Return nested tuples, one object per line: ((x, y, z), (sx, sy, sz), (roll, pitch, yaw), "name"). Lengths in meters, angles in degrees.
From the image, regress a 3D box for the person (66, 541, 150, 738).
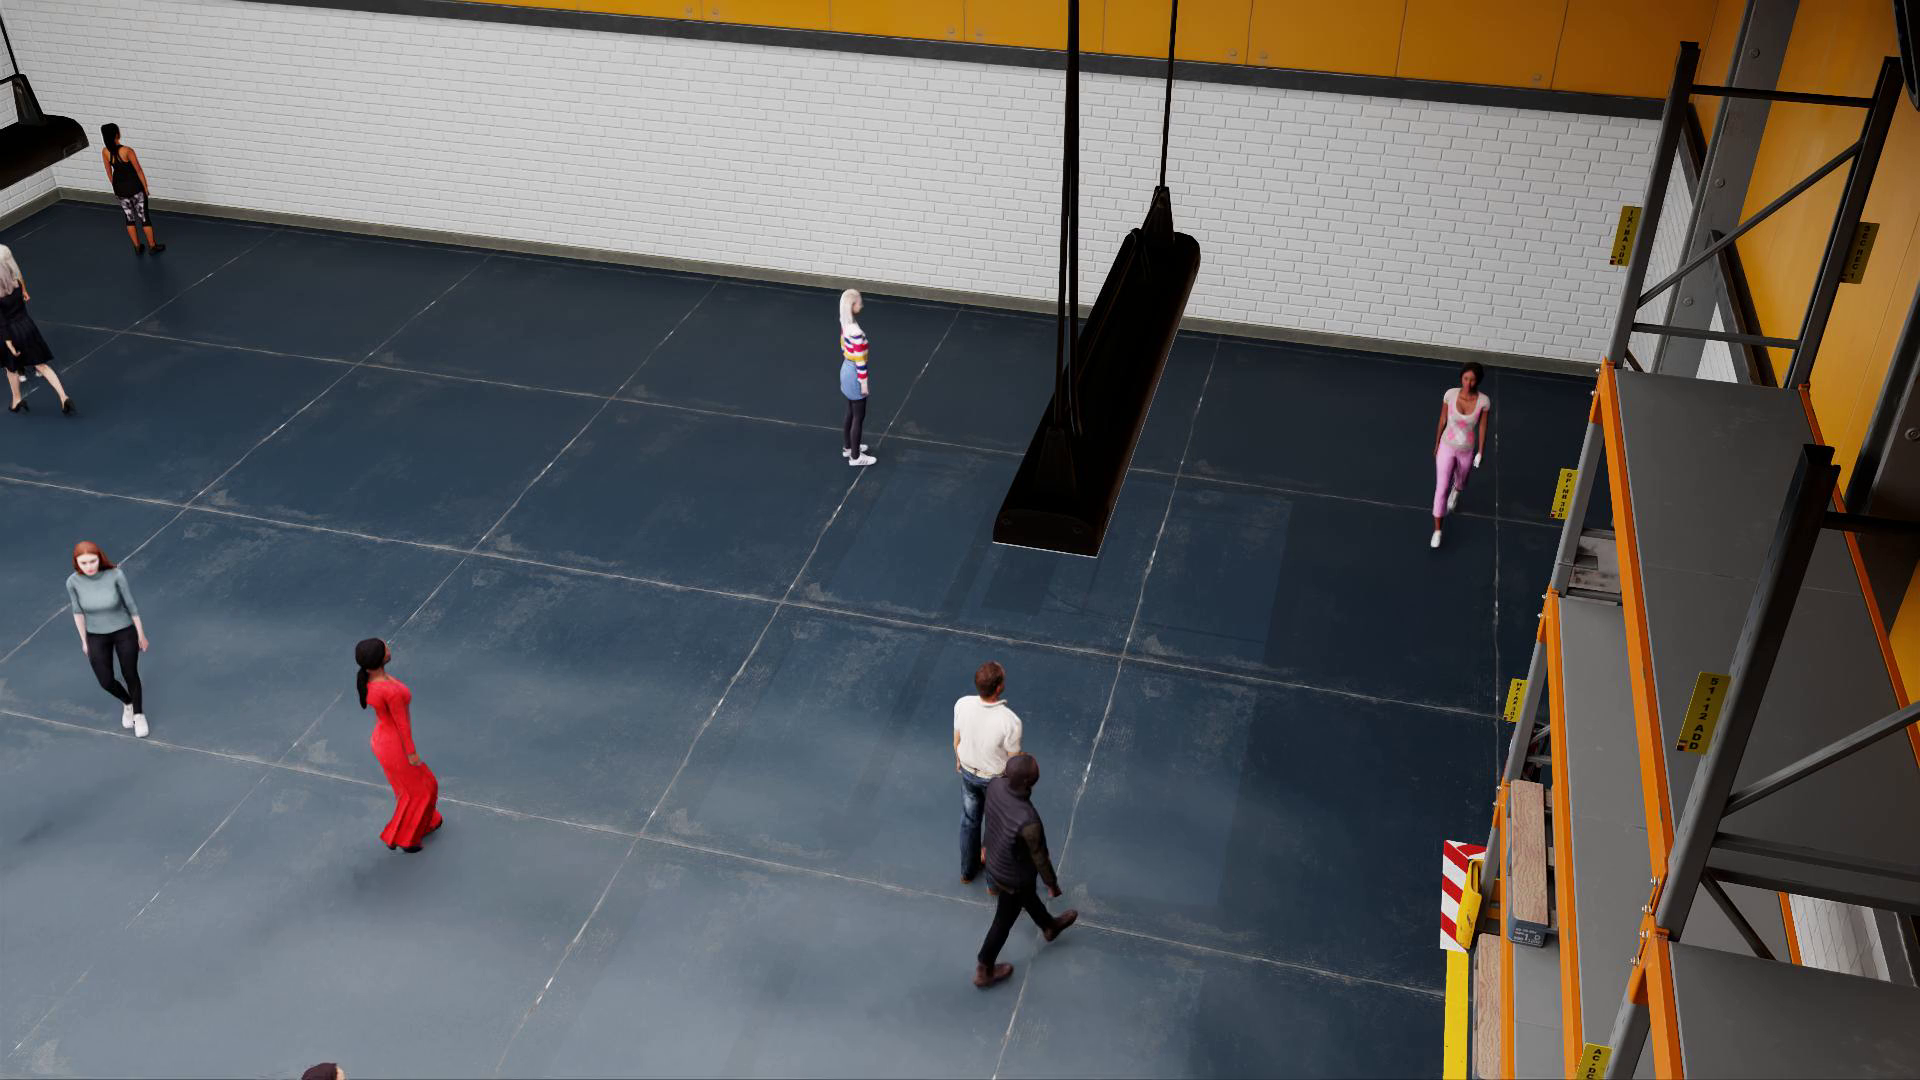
((-6.427, 0.705, 12.623), (0.721, 1.736, 0.752), (-11, 35, -16), "person")

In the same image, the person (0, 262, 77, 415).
((-9.375, -2.006, 16.725), (0.680, 1.710, 0.961), (10, 35, 15), "person")

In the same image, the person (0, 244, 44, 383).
((-10.022, -2.520, 17.408), (0.721, 1.812, 0.790), (-19, 38, -26), "person")

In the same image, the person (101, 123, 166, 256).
((-10.086, -4.272, 20.179), (0.622, 1.661, 0.579), (1, 34, 1), "person")

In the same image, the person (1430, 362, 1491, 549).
((4.490, -0.833, 14.961), (0.648, 1.709, 1.143), (11, 35, 16), "person")

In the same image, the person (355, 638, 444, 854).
((-3.933, 1.456, 11.459), (0.898, 1.774, 0.839), (-26, 42, -34), "person")

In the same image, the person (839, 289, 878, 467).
((-1.021, -1.574, 15.988), (0.772, 1.808, 0.655), (-11, 35, -17), "person")

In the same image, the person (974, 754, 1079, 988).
((0.255, 2.101, 10.462), (1.164, 1.804, 1.143), (-16, 37, -22), "person")

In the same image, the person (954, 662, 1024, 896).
((0.168, 1.596, 11.178), (0.731, 1.853, 0.678), (20, 39, 28), "person")
